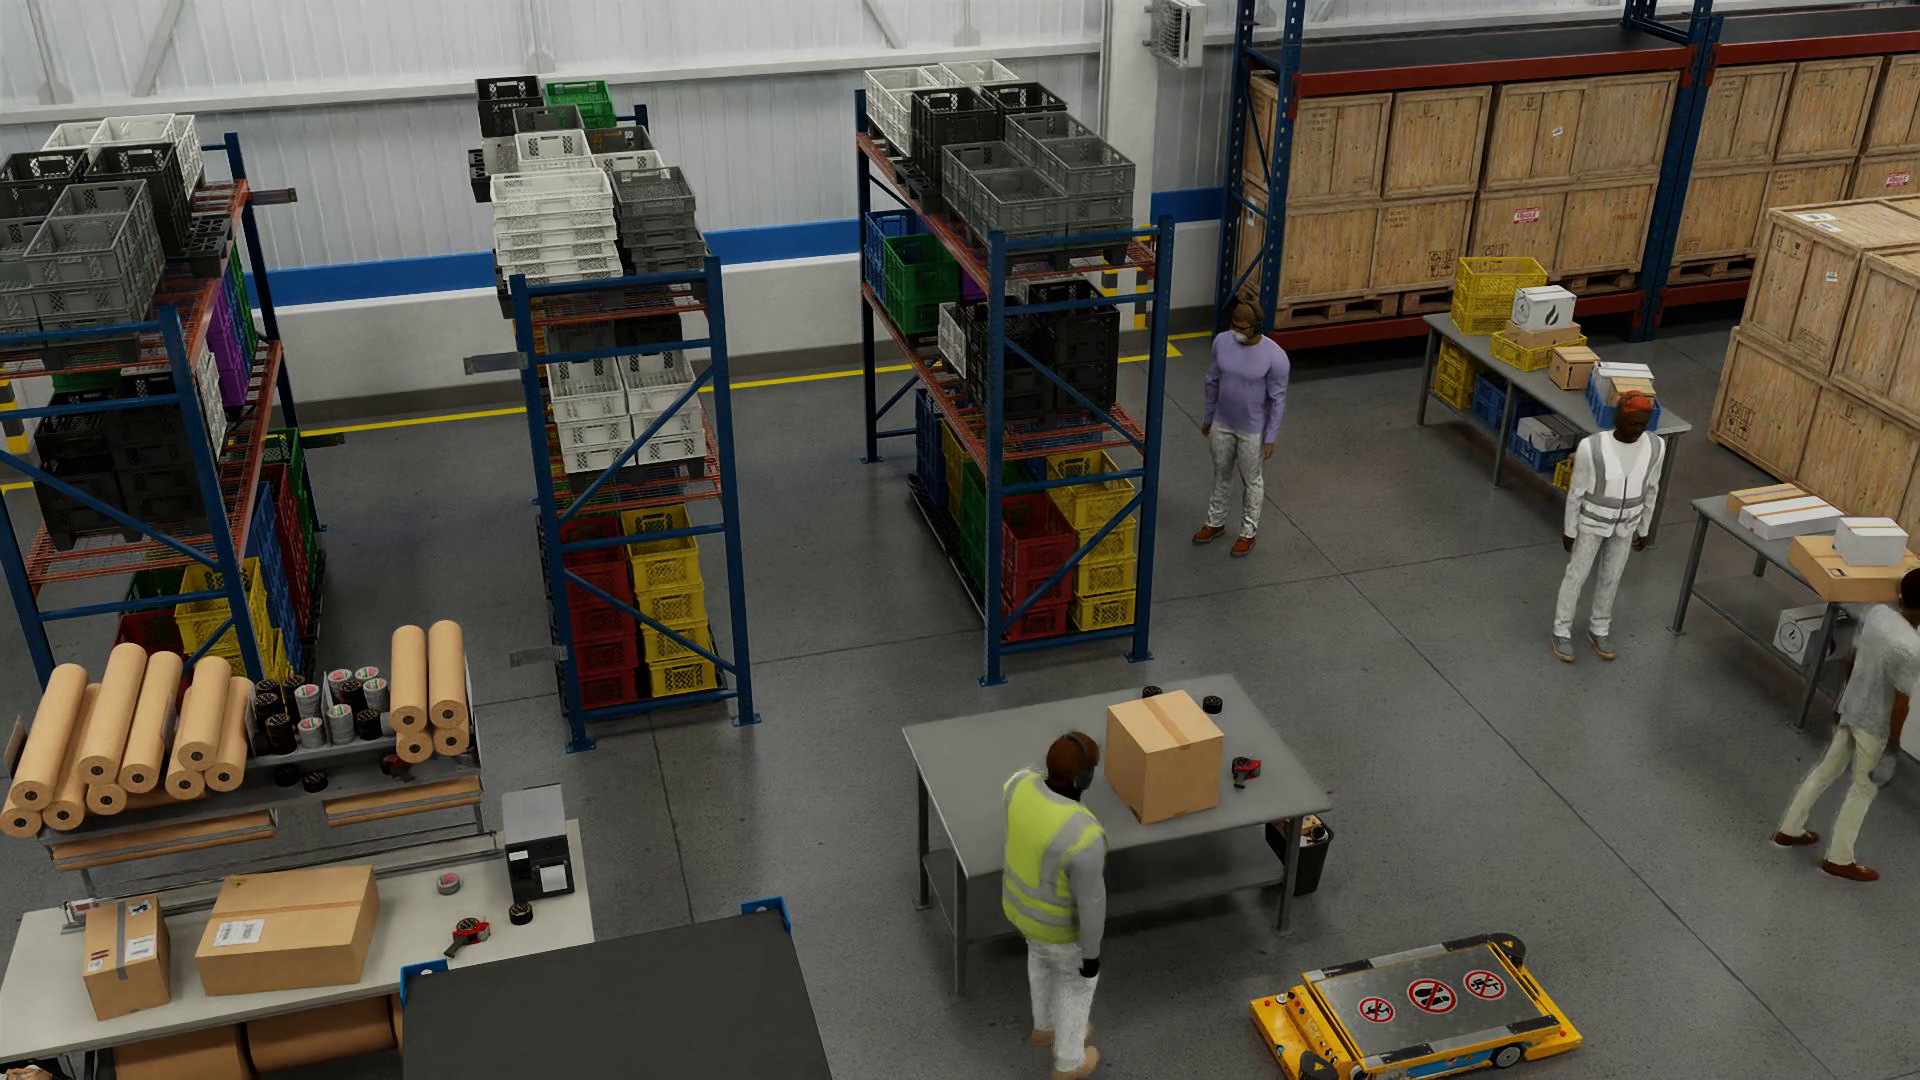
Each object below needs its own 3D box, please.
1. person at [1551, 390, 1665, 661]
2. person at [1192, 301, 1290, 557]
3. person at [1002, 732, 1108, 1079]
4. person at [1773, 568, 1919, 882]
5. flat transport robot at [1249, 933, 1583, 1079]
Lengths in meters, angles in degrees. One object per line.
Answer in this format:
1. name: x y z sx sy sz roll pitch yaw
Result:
1. person: 4.137 -0.087 10.639 0.566 1.879 0.354 -2 29 -3
2. person: 2.005 -0.808 11.892 0.627 1.934 0.371 22 36 35
3. person: 0.447 1.669 7.502 0.491 1.819 0.666 -17 33 -28
4. person: 4.765 0.970 8.783 0.553 1.858 0.613 0 29 0
5. flat transport robot: 2.184 2.282 7.980 1.431 0.197 0.652 -8 30 -14
